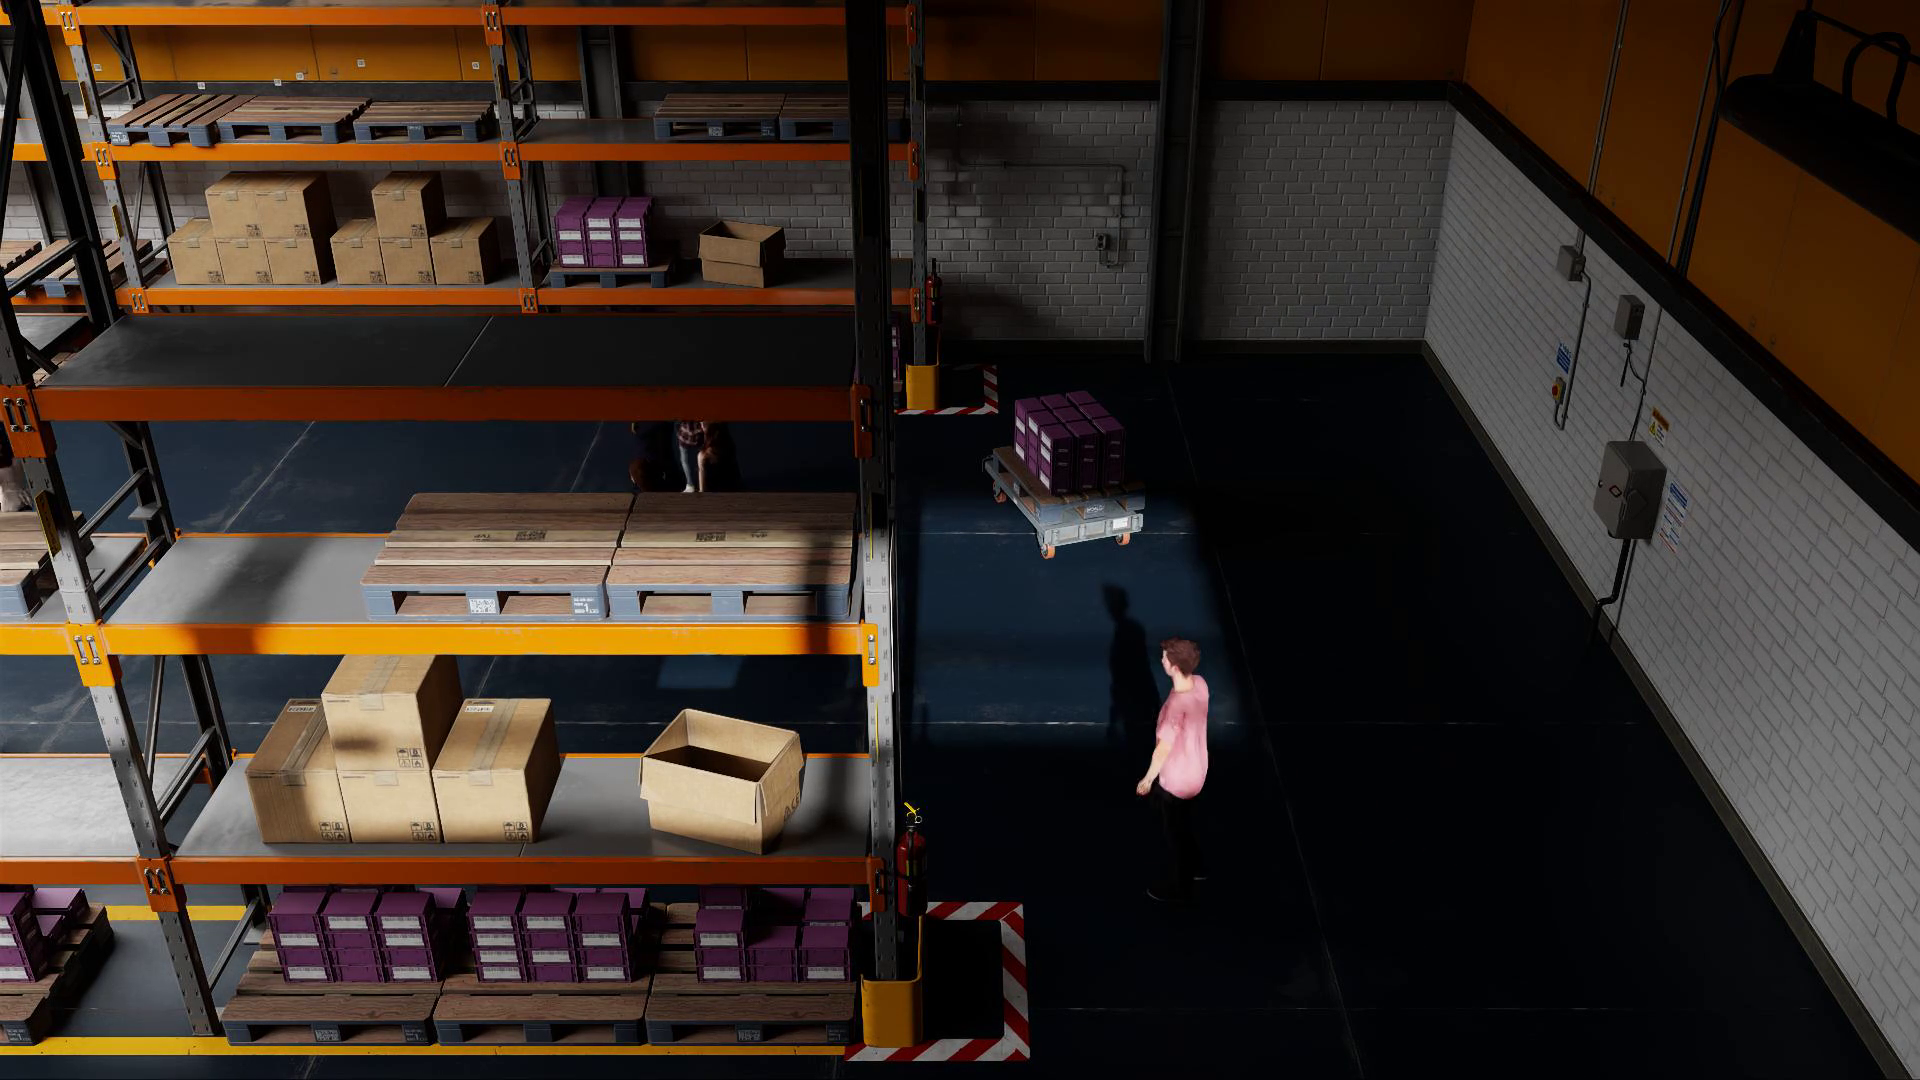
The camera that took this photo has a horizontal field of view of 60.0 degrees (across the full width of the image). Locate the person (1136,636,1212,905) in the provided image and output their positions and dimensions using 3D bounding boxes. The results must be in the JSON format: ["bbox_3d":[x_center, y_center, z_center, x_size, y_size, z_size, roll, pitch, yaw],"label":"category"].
[{"bbox_3d":[1.451,1.481,10.263,0.800,1.946,0.733,10,30,18],"label":"person"}]

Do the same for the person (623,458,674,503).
[{"bbox_3d":[-2.417,0.053,13.358,0.753,1.489,0.697,23,36,36],"label":"person"}]
